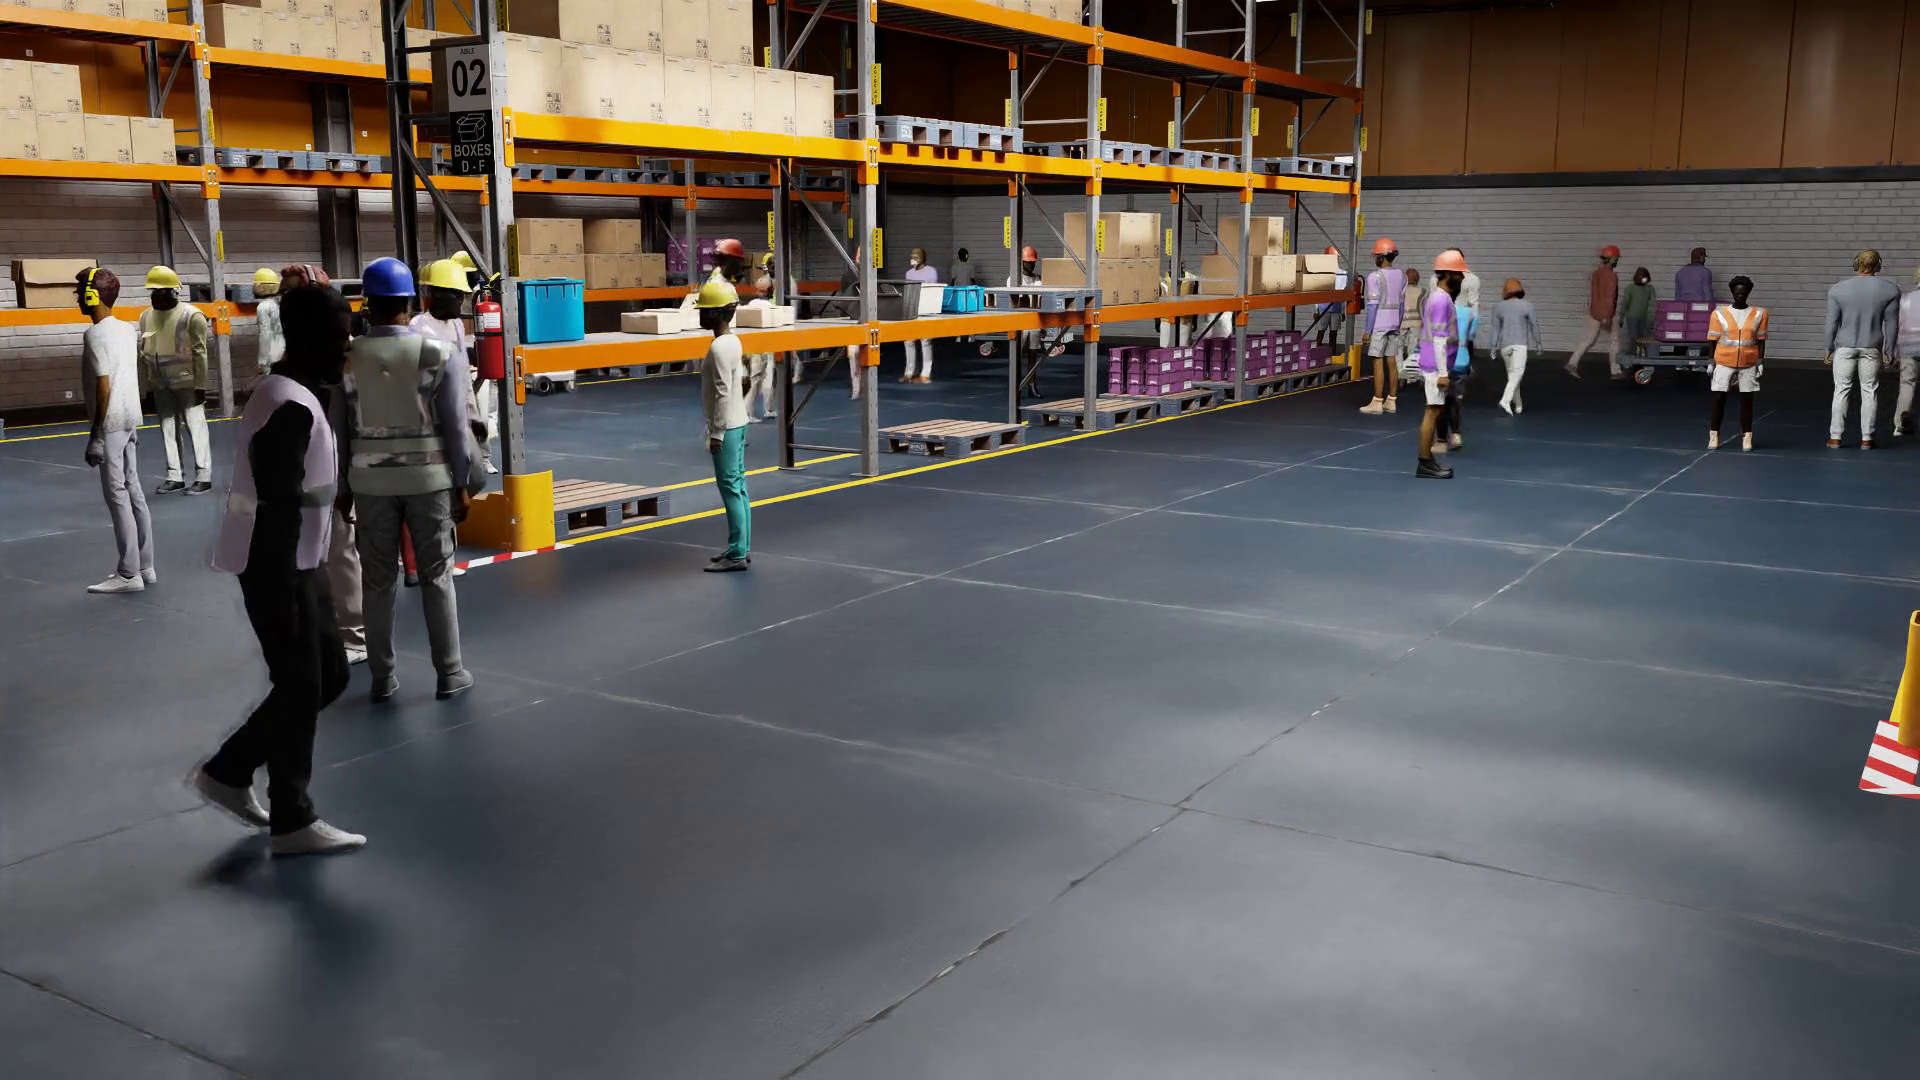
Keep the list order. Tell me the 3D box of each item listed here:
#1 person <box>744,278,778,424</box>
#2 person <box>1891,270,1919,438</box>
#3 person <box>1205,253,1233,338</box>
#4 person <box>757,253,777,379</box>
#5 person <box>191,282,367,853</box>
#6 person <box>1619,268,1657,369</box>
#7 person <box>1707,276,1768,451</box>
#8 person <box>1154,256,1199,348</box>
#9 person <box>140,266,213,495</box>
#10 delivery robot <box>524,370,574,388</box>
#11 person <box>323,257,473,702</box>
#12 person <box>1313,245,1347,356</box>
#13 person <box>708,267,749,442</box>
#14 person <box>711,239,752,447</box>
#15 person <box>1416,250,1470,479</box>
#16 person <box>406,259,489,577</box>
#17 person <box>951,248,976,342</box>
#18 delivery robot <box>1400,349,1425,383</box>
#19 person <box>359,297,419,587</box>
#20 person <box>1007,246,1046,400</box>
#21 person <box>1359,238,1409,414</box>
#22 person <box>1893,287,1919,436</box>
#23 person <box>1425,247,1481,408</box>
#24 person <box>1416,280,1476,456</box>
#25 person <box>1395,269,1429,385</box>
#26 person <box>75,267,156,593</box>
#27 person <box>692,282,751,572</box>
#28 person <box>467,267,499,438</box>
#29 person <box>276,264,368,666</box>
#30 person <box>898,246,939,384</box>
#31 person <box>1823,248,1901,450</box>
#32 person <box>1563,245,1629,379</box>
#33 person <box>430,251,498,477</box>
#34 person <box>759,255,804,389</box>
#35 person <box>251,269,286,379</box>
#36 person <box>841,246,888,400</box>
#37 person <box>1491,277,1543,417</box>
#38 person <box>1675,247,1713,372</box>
[{"bbox_3d":[-2.170,-2.102,18.494,0.772,1.595,0.523,-8,13,-39],"label":"person"},{"bbox_3d":[9.776,-1.917,16.909,0.624,1.804,0.616,7,12,35],"label":"person"},{"bbox_3d":[3.952,-3.441,25.234,0.586,1.838,0.934,-2,10,-12],"label":"person"},{"bbox_3d":[-2.761,-3.271,24.334,0.404,1.833,0.593,8,13,39],"label":"person"},{"bbox_3d":[-2.212,0.115,5.414,0.530,1.889,0.630,-3,11,-14],"label":"person"},{"bbox_3d":[10.489,-3.381,25.606,0.513,1.592,0.832,-2,11,-13],"label":"person"},{"bbox_3d":[7.460,-1.693,16.002,0.533,1.687,0.320,3,11,18],"label":"person"},{"bbox_3d":[2.999,-3.041,23.060,0.628,1.837,0.429,0,10,-1],"label":"person"},{"bbox_3d":[-6.246,-1.258,13.224,0.586,1.824,0.405,2,10,12],"label":"person"},{"bbox_3d":[-5.421,-2.229,21.839,0.477,0.478,0.707,9,13,40],"label":"delivery robot"},{"bbox_3d":[-2.442,-0.252,7.281,0.601,1.949,0.384,-1,10,-7],"label":"person"},{"bbox_3d":[5.684,-3.548,25.565,0.545,1.942,0.351,-3,11,-14],"label":"person"},{"bbox_3d":[-2.358,-1.846,16.625,0.525,1.769,0.309,10,14,43],"label":"person"},{"bbox_3d":[-2.175,-1.835,15.815,0.514,2.025,0.622,0,10,2],"label":"person"},{"bbox_3d":[4.111,-1.493,14.192,0.376,1.938,0.545,3,11,15],"label":"person"},{"bbox_3d":[-3.129,-0.733,10.063,0.466,1.906,0.600,2,10,9],"label":"person"},{"bbox_3d":[0.072,-4.853,33.017,0.517,1.865,0.327,1,10,3],"label":"person"},{"bbox_3d":[6.136,-2.318,22.330,0.477,0.478,0.707,5,11,24],"label":"delivery robot"},{"bbox_3d":[-3.352,-0.604,9.740,0.533,1.767,0.327,1,10,7],"label":"person"},{"bbox_3d":[0.858,-2.751,21.159,0.545,1.939,0.354,-5,11,-24],"label":"person"},{"bbox_3d":[4.926,-2.487,19.395,0.607,2.048,0.365,-7,13,-35],"label":"person"},{"bbox_3d":[9.891,-1.864,17.113,0.498,1.627,0.277,5,11,26],"label":"person"},{"bbox_3d":[5.933,-2.556,20.079,0.635,1.936,0.354,7,12,34],"label":"person"},{"bbox_3d":[4.547,-1.629,15.600,0.555,1.686,0.390,-4,11,-19],"label":"person"},{"bbox_3d":[6.322,-3.001,23.420,0.549,1.607,0.745,3,11,14],"label":"person"},{"bbox_3d":[-4.900,-0.627,9.593,0.323,1.866,0.530,-1,10,-5],"label":"person"},{"bbox_3d":[-1.464,-0.686,10.193,0.325,1.767,0.533,0,10,1],"label":"person"},{"bbox_3d":[-4.967,-1.956,17.022,0.624,1.844,0.430,6,12,31],"label":"person"},{"bbox_3d":[-3.058,-0.340,7.890,0.408,1.909,0.642,-9,14,-42],"label":"person"},{"bbox_3d":[-0.576,-3.160,23.446,0.648,1.930,0.480,9,14,41],"label":"person"},{"bbox_3d":[8.713,-1.841,16.112,0.635,1.938,0.359,5,11,26],"label":"person"},{"bbox_3d":[9.280,-3.296,24.161,0.976,1.960,0.616,-2,10,-11],"label":"person"},{"bbox_3d":[-4.236,-1.513,14.325,0.585,1.928,0.369,-6,12,-30],"label":"person"},{"bbox_3d":[-2.484,-3.005,22.910,0.632,1.820,0.801,5,12,28],"label":"person"},{"bbox_3d":[-6.851,-1.818,16.558,0.315,1.739,0.531,1,10,4],"label":"person"},{"bbox_3d":[-1.192,-2.734,20.961,0.642,1.966,0.772,0,10,0],"label":"person"},{"bbox_3d":[6.391,-2.235,19.232,0.570,1.591,0.793,8,13,39],"label":"person"},{"bbox_3d":[11.304,-3.533,25.578,0.408,1.909,0.638,-5,11,-27],"label":"person"}]
